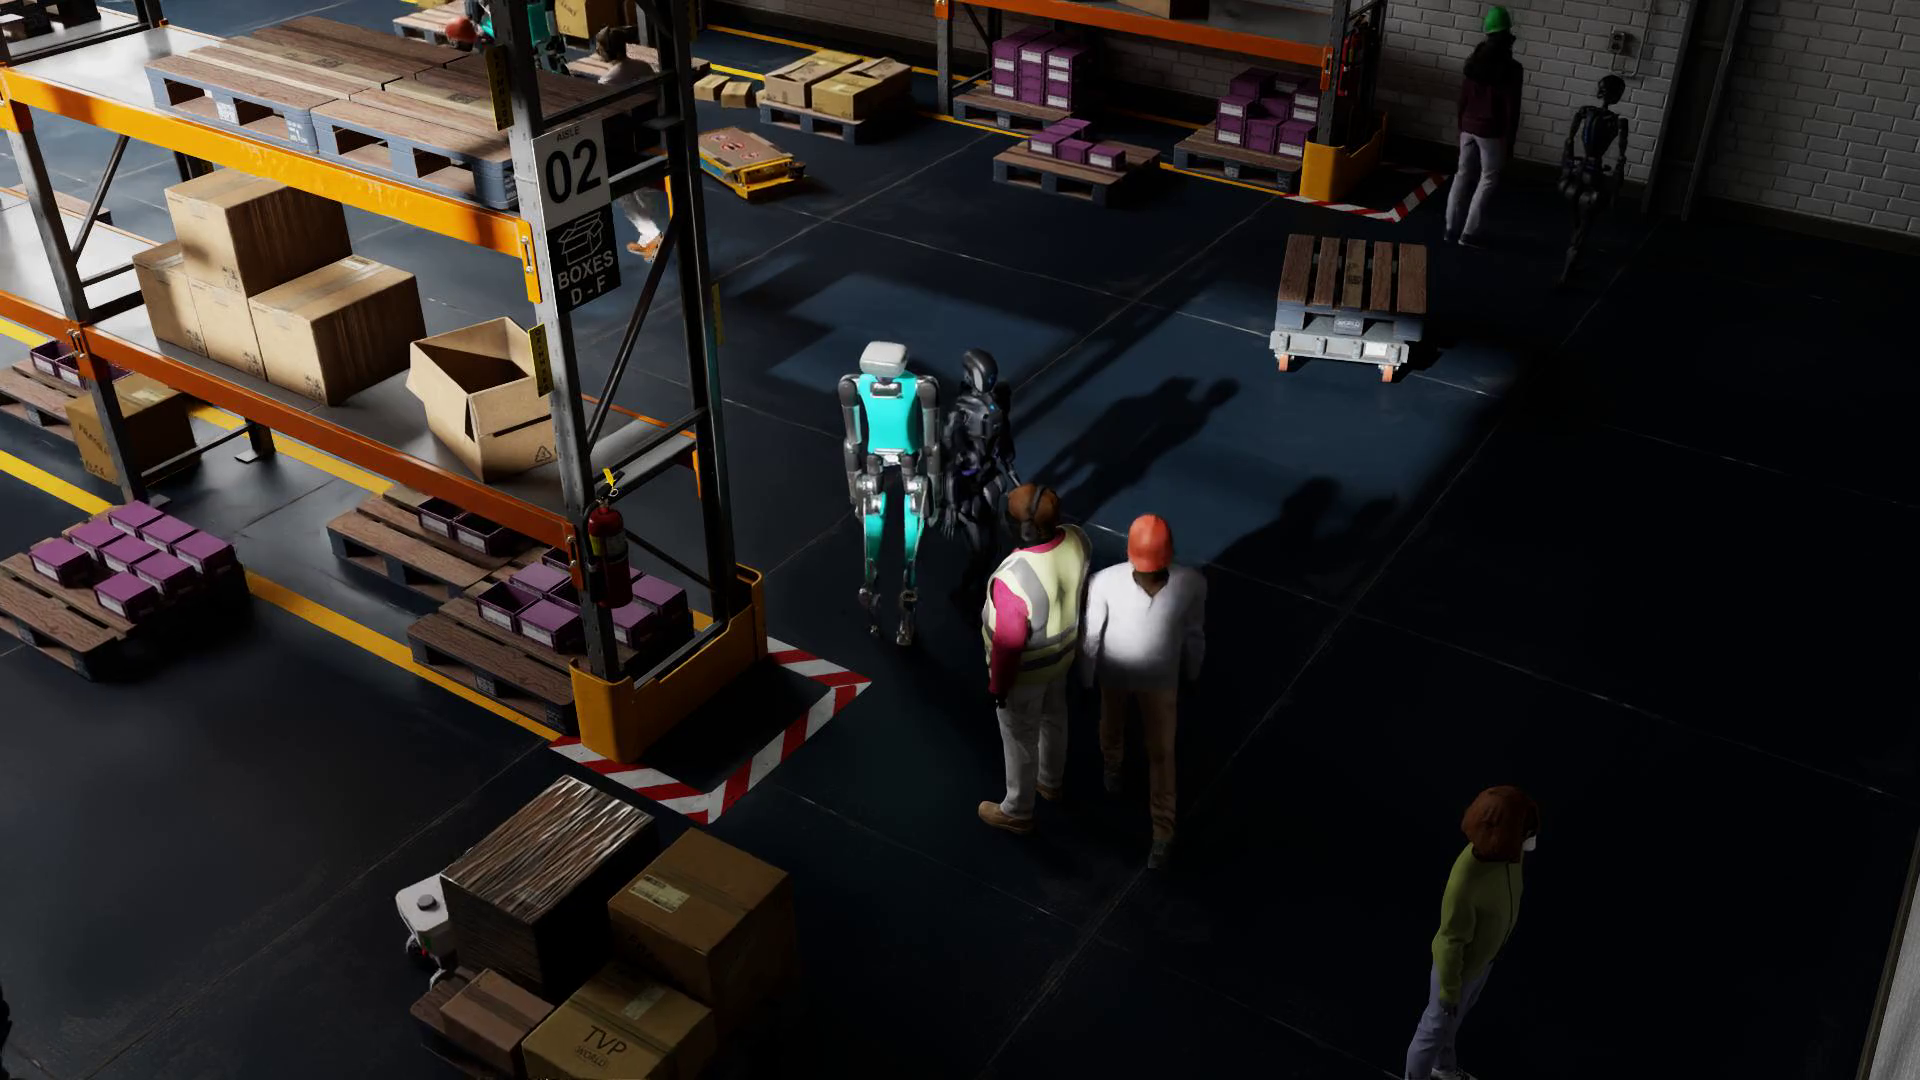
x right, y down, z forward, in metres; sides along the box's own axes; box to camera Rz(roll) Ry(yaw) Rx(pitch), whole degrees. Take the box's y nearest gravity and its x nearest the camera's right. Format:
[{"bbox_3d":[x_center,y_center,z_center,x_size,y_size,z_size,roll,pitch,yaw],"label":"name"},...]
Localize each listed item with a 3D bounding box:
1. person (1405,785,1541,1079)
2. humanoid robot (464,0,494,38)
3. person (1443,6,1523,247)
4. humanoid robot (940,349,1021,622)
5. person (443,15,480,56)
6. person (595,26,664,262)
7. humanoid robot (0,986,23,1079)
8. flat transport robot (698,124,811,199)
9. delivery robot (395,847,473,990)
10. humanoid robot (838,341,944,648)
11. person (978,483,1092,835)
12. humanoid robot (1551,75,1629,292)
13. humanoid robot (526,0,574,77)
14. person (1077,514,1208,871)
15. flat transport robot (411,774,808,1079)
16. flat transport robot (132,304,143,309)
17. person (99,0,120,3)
[{"bbox_3d":[1.913,1.562,6.215,0.283,1.636,0.499,24,40,32],"label":"person"},{"bbox_3d":[-4.591,-5.259,16.630,0.921,1.771,0.554,24,40,32],"label":"humanoid robot"},{"bbox_3d":[4.210,-3.288,13.410,0.395,1.934,0.535,-28,42,-36],"label":"person"},{"bbox_3d":[0.100,-0.308,9.062,0.306,1.649,0.612,24,40,32],"label":"humanoid robot"},{"bbox_3d":[-4.220,-3.584,14.049,0.623,1.724,0.593,13,35,19],"label":"person"},{"bbox_3d":[-2.577,-3.099,13.129,0.498,1.917,0.667,18,37,26],"label":"person"},{"bbox_3d":[-3.525,1.760,5.887,0.429,1.647,0.591,-6,34,-10],"label":"humanoid robot"},{"bbox_3d":[-2.018,-3.474,15.212,0.659,0.231,1.431,-21,39,-29],"label":"flat transport robot"},{"bbox_3d":[-2.015,1.568,7.211,0.794,0.606,0.499,-23,39,-31],"label":"delivery robot"},{"bbox_3d":[-0.375,-0.118,8.709,0.553,1.799,0.669,4,33,6],"label":"humanoid robot"},{"bbox_3d":[0.315,0.535,7.606,0.429,1.846,0.632,22,39,30],"label":"person"},{"bbox_3d":[4.883,-2.760,12.831,0.615,1.633,0.614,-18,37,-25],"label":"humanoid robot"},{"bbox_3d":[-3.564,-4.062,14.785,0.843,1.774,0.536,26,41,34],"label":"humanoid robot"},{"bbox_3d":[0.824,0.624,7.603,0.581,1.694,0.874,2,33,4],"label":"person"},{"bbox_3d":[-1.410,2.067,6.696,0.659,0.231,1.431,19,38,27],"label":"flat transport robot"},{"bbox_3d":[-6.102,-1.889,12.777,1.431,0.231,0.659,20,38,28],"label":"flat transport robot"},{"bbox_3d":[-10.184,-7.255,19.692,0.616,1.718,0.763,-16,36,-23],"label":"person"}]
